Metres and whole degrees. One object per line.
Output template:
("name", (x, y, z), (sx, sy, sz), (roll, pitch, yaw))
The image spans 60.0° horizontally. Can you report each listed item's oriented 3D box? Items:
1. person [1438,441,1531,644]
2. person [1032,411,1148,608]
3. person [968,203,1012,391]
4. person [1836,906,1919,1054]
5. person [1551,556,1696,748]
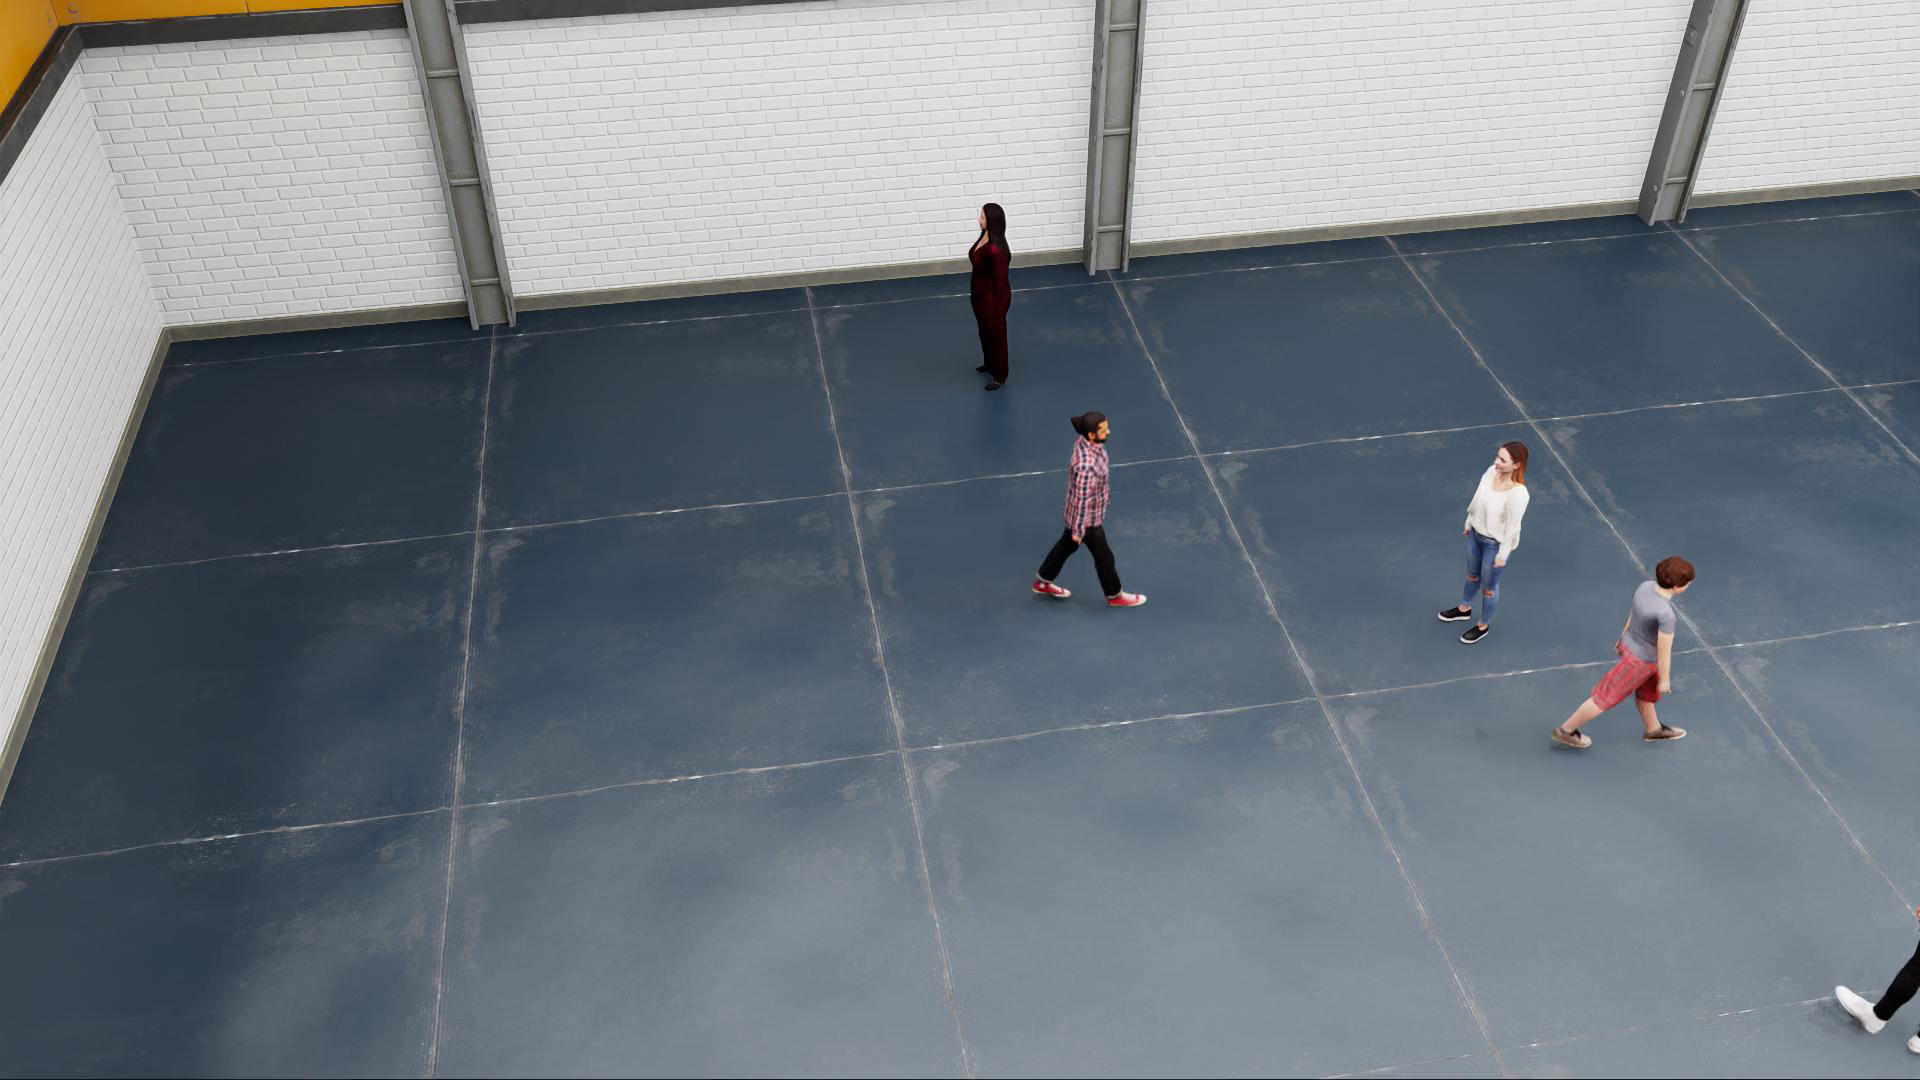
("person", (3.796, -0.002, 11.899), (0.598, 1.691, 0.651), (-12, 40, -15))
("person", (0.846, -0.209, 12.131), (1.157, 1.727, 0.847), (1, 39, 1))
("person", (0.283, -2.140, 14.525), (0.606, 1.757, 0.669), (-8, 39, -10))
("person", (5.479, 2.124, 9.063), (0.957, 1.909, 0.947), (22, 43, 25))
("person", (4.392, 0.792, 10.974), (1.205, 1.606, 0.774), (1, 39, 1))
